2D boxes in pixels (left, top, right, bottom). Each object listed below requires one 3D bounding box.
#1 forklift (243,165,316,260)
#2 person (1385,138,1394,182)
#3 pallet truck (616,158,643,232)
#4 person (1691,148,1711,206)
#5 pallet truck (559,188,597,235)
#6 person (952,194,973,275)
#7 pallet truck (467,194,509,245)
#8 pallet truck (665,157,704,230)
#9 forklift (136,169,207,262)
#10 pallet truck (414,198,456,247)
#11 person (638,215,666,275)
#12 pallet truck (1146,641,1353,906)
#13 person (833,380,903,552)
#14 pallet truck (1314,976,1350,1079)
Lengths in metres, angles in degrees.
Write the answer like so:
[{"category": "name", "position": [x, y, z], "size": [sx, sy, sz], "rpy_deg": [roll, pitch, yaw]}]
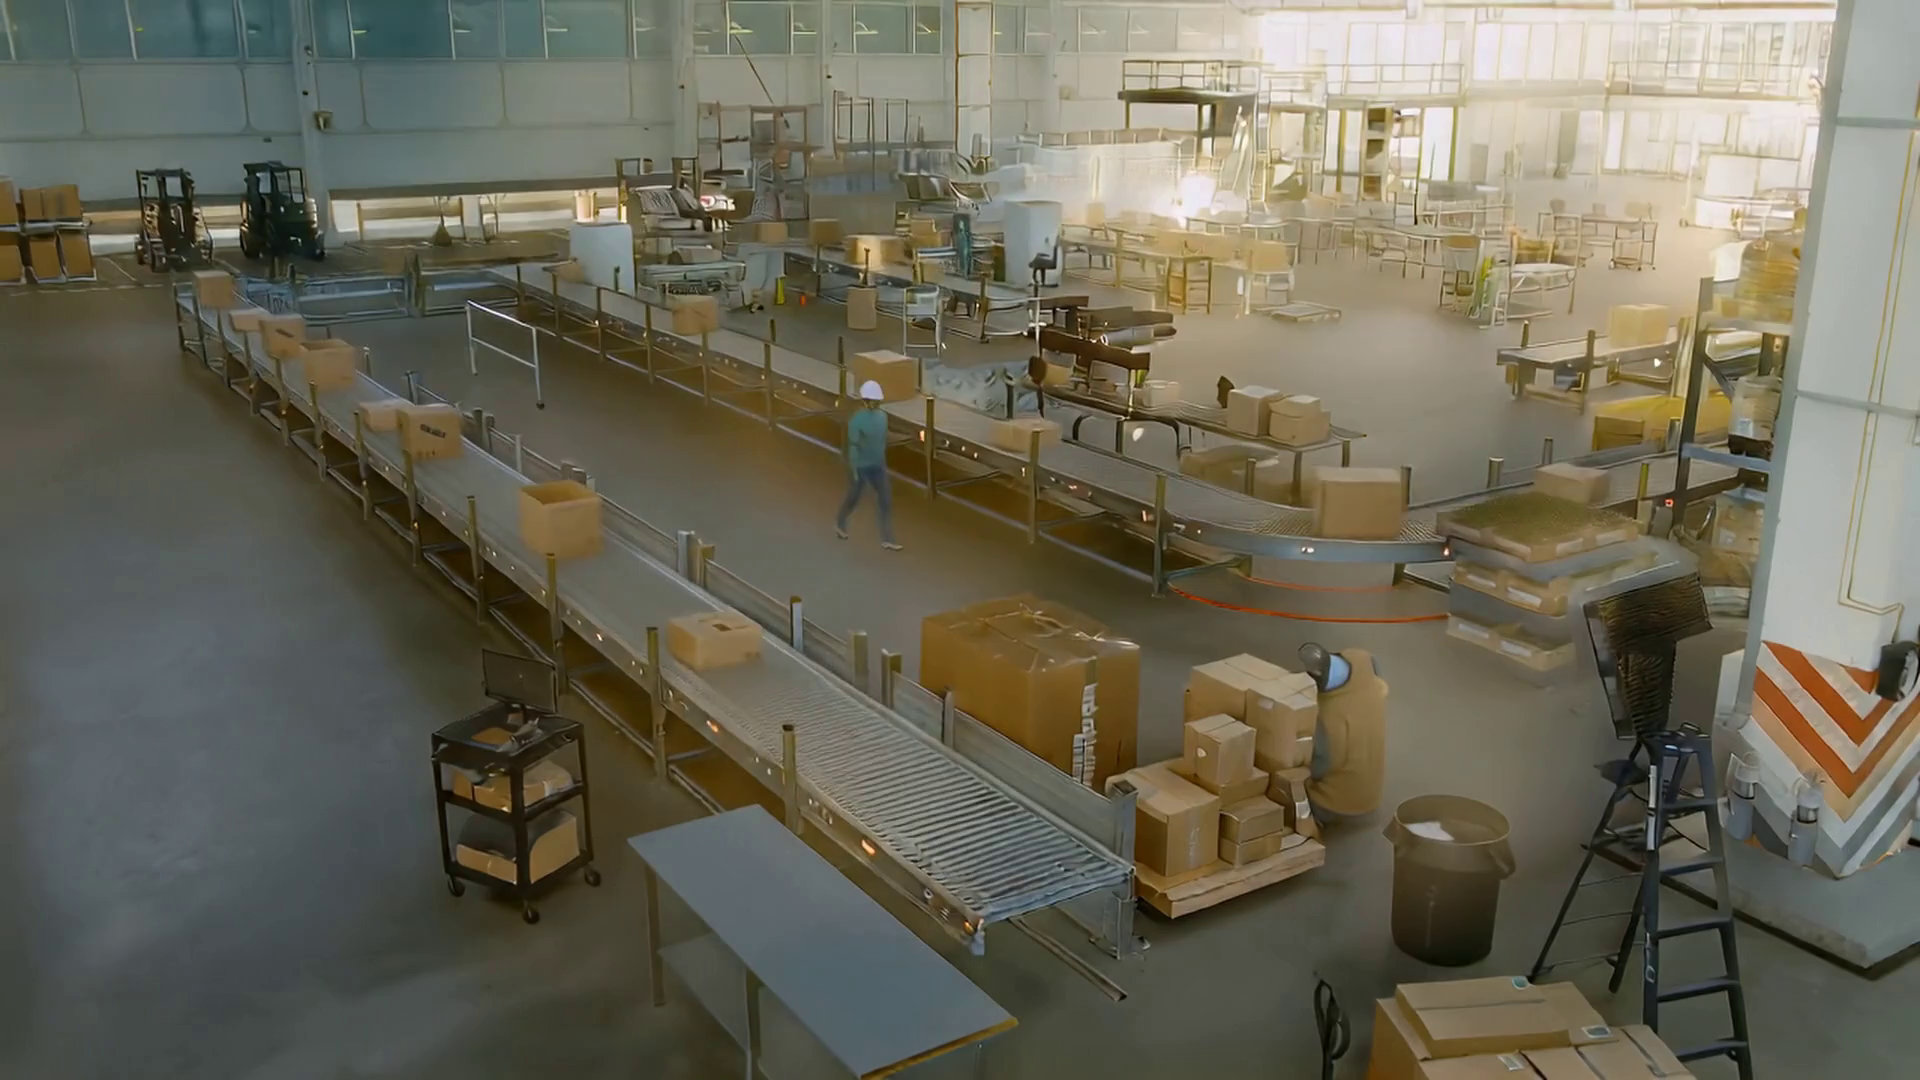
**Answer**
[{"category": "forklift", "position": [-15.898, -7.669, 38.708], "size": [1.157, 1.987, 2.680], "rpy_deg": [-11, 20, -33]}, {"category": "person", "position": [14.479, -12.712, 56.278], "size": [0.506, 1.847, 0.343], "rpy_deg": [-14, 22, -39]}, {"category": "pallet truck", "position": [-8.918, -9.176, 44.255], "size": [0.823, 1.965, 1.885], "rpy_deg": [-9, 19, -27]}, {"category": "person", "position": [22.847, -11.181, 51.322], "size": [0.523, 1.769, 0.321], "rpy_deg": [9, 19, 29]}, {"category": "pallet truck", "position": [-10.010, -8.652, 43.699], "size": [0.653, 1.274, 1.630], "rpy_deg": [-10, 20, -31]}, {"category": "person", "position": [0.062, -5.856, 33.133], "size": [0.395, 2.040, 0.609], "rpy_deg": [-8, 19, -25]}, {"category": "pallet truck", "position": [-11.983, -8.177, 42.137], "size": [0.704, 1.261, 1.522], "rpy_deg": [-11, 20, -33]}, {"category": "pallet truck", "position": [-7.586, -9.308, 44.692], "size": [0.823, 1.965, 1.885], "rpy_deg": [-11, 20, -33]}, {"category": "forklift", "position": [-17.842, -7.318, 37.559], "size": [1.157, 1.987, 2.680], "rpy_deg": [-10, 20, -31]}, {"category": "pallet truck", "position": [-13.250, -8.060, 41.856], "size": [0.680, 1.201, 1.601], "rpy_deg": [-10, 20, -31]}, {"category": "person", "position": [-6.623, -6.621, 35.994], "size": [0.976, 1.865, 0.657], "rpy_deg": [-11, 20, -33]}, {"category": "pallet truck", "position": [1.664, 1.407, 10.232], "size": [1.630, 1.274, 0.653], "rpy_deg": [-10, 20, -31]}, {"category": "person", "position": [-0.963, -0.775, 16.760], "size": [0.863, 1.735, 0.536], "rpy_deg": [16, 23, 42]}, {"category": "pallet truck", "position": [2.299, 2.390, 7.086], "size": [1.601, 1.201, 0.680], "rpy_deg": [-2, 17, -7]}]
